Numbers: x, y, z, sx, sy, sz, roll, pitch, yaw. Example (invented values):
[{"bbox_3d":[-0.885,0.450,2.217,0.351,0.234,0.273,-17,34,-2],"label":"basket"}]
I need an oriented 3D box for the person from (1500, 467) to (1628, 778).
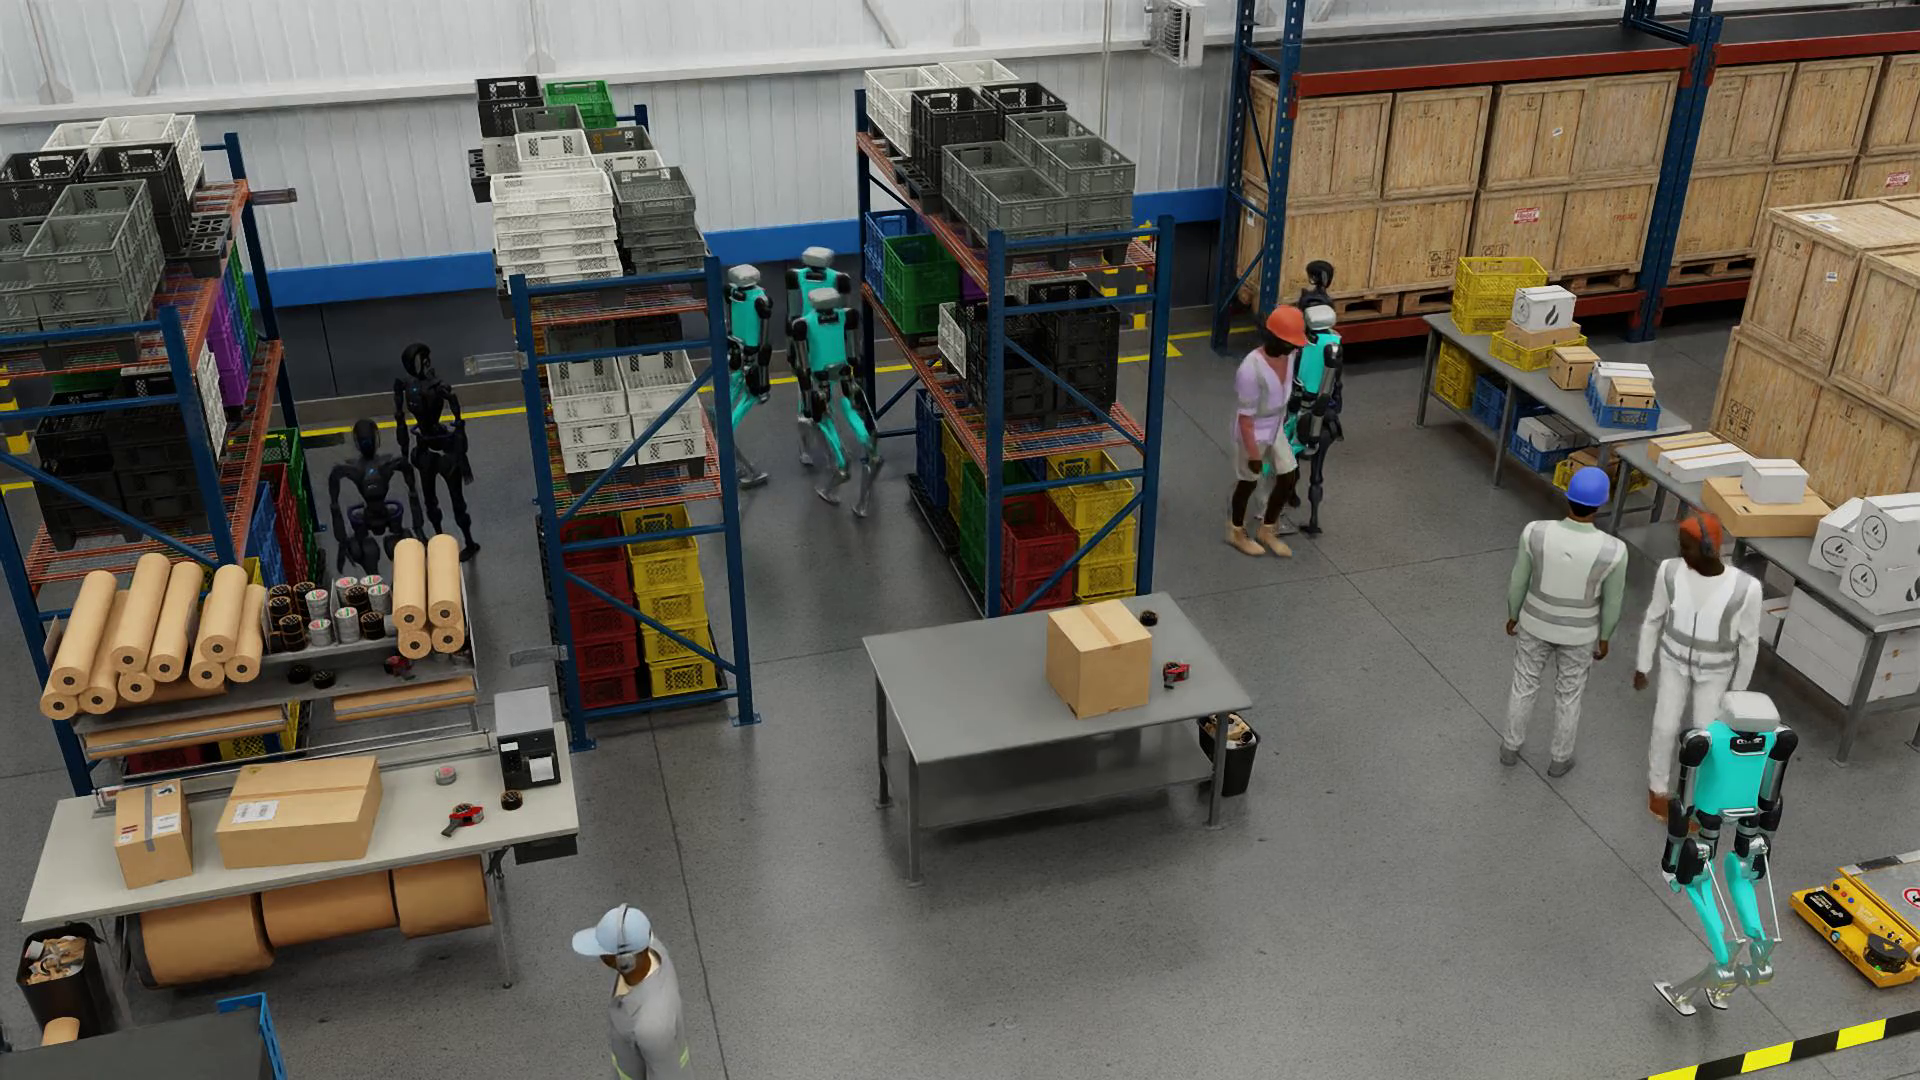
[{"bbox_3d":[3.444,0.476,9.552,0.606,1.946,0.403,15,32,25],"label":"person"}]

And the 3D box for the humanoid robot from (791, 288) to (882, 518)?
[{"bbox_3d":[-0.857,-0.940,12.350,0.547,1.773,0.824,-15,32,-25],"label":"humanoid robot"}]

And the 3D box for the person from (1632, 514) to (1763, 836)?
[{"bbox_3d":[4.064,0.726,9.206,0.643,1.844,0.416,23,36,35],"label":"person"}]

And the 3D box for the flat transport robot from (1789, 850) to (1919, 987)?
[{"bbox_3d":[5.163,1.916,8.676,1.431,0.231,0.659,-8,30,-14],"label":"flat transport robot"}]

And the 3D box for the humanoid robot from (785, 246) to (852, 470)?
[{"bbox_3d":[-1.163,-1.357,13.117,0.540,1.783,0.772,5,29,9],"label":"humanoid robot"}]

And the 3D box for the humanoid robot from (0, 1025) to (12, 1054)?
[{"bbox_3d":[-3.836,2.335,6.438,0.317,1.649,0.611,9,30,17],"label":"humanoid robot"}]

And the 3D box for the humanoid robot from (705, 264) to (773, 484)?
[{"bbox_3d":[-1.774,-1.207,12.813,0.679,1.770,0.535,-23,36,-36],"label":"humanoid robot"}]

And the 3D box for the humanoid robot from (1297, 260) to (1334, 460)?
[{"bbox_3d":[2.802,-1.438,13.311,0.386,1.647,0.598,11,31,19],"label":"humanoid robot"}]

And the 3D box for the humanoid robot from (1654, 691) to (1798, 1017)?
[{"bbox_3d":[3.584,1.553,7.672,0.533,1.677,0.735,-2,29,-4],"label":"humanoid robot"}]

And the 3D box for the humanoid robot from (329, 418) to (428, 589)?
[{"bbox_3d":[-3.801,-0.076,10.851,0.601,1.630,0.644,-12,31,-21],"label":"humanoid robot"}]

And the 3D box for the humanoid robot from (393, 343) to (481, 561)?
[{"bbox_3d":[-3.730,-0.629,11.836,0.609,1.652,0.308,9,30,17],"label":"humanoid robot"}]

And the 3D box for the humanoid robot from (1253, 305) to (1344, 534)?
[{"bbox_3d":[2.347,-0.860,12.130,0.734,1.721,0.530,-5,29,-9],"label":"humanoid robot"}]

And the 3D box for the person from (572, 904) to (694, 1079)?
[{"bbox_3d":[-1.244,2.172,6.566,0.385,1.850,0.598,-8,30,-15],"label":"person"}]

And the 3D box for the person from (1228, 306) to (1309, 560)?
[{"bbox_3d":[2.161,-0.726,11.687,0.636,1.995,0.645,-23,36,-36],"label":"person"}]

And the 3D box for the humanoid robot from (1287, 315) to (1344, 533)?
[{"bbox_3d":[2.600,-0.885,12.369,0.613,1.624,0.729,-11,31,-18],"label":"humanoid robot"}]
